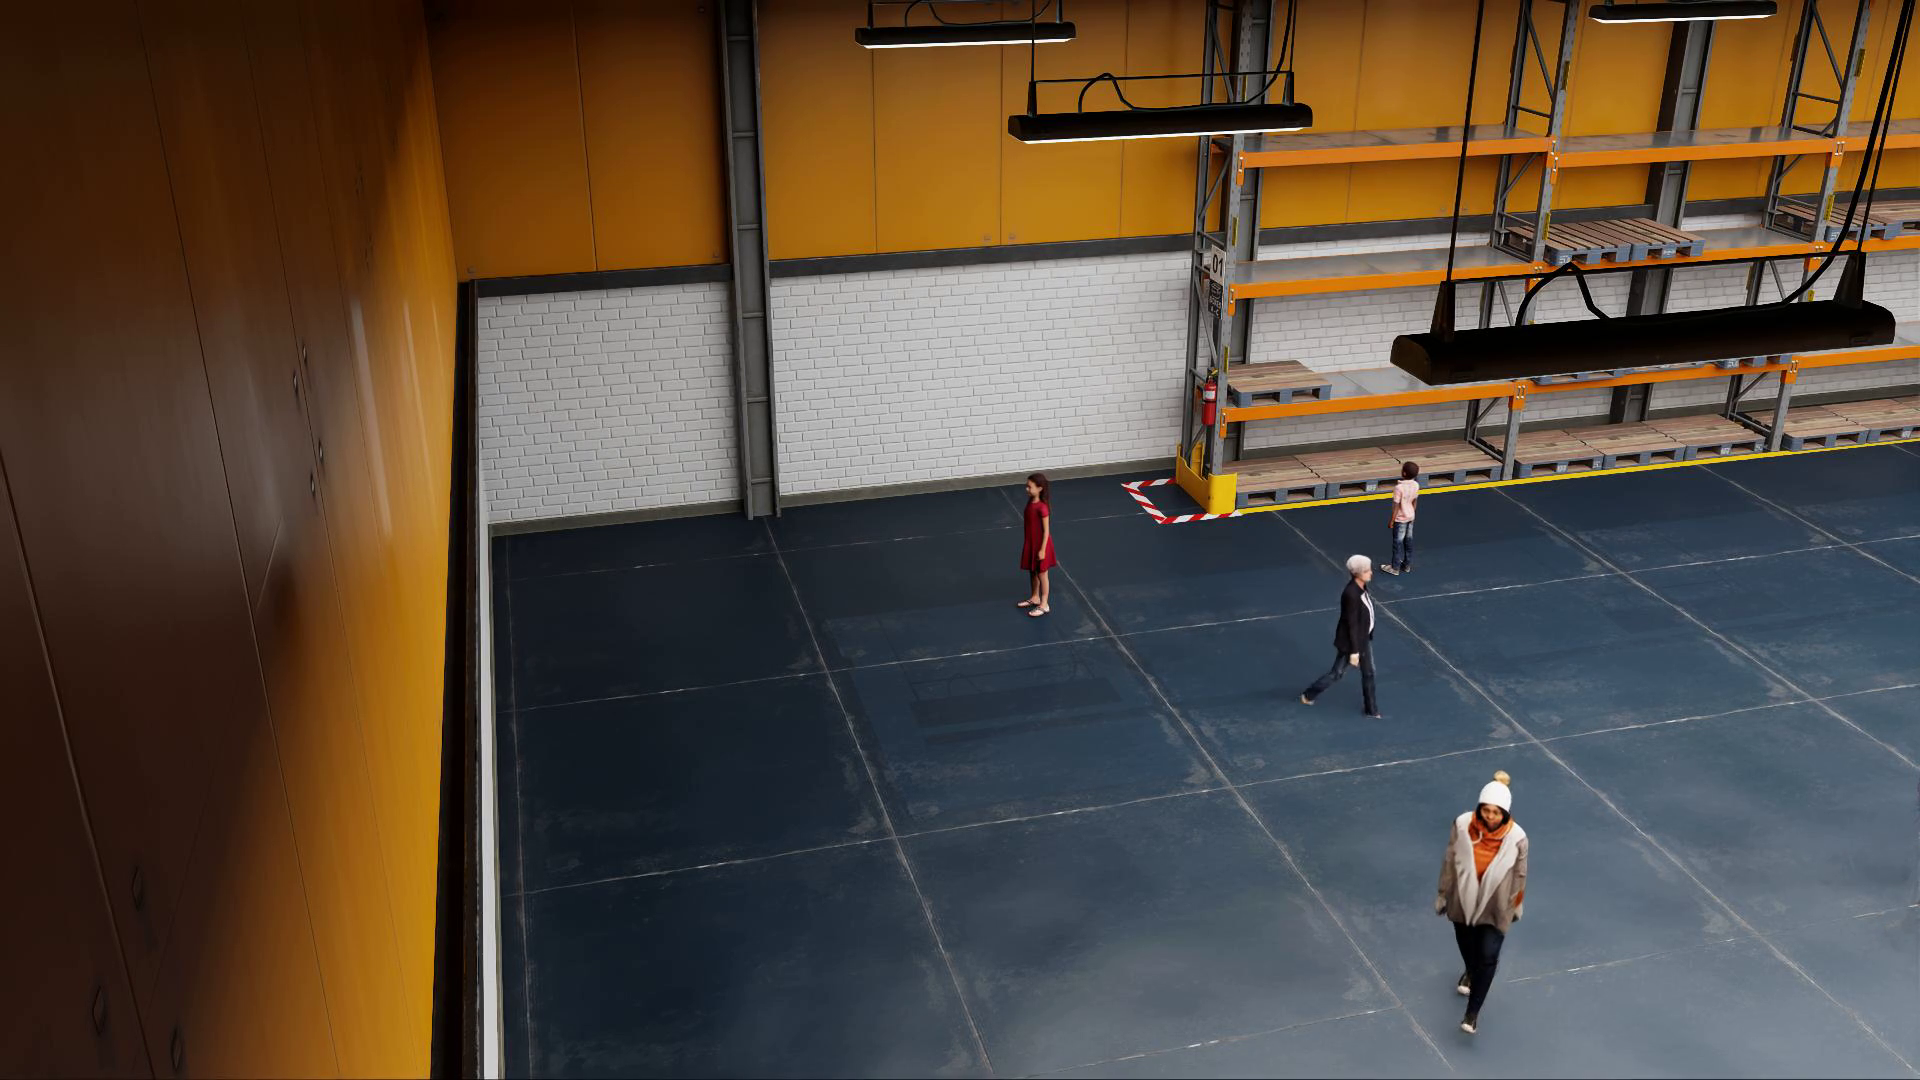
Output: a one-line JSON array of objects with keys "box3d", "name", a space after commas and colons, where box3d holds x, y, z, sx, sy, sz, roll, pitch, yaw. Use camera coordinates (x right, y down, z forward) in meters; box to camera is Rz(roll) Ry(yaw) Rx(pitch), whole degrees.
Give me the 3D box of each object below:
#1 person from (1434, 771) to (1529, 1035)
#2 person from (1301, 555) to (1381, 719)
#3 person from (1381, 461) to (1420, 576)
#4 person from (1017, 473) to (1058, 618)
[{"box3d": [3.639, 2.409, 11.530, 1.134, 1.855, 1.198, 13, 27, 27], "name": "person"}, {"box3d": [3.585, 0.963, 15.427, 1.173, 1.761, 1.216, 14, 27, 29], "name": "person"}, {"box3d": [4.882, -0.252, 18.302, 0.486, 1.307, 0.616, -13, 27, -27], "name": "person"}, {"box3d": [0.809, 0.028, 17.355, 0.654, 1.553, 0.598, -11, 26, -24], "name": "person"}]
